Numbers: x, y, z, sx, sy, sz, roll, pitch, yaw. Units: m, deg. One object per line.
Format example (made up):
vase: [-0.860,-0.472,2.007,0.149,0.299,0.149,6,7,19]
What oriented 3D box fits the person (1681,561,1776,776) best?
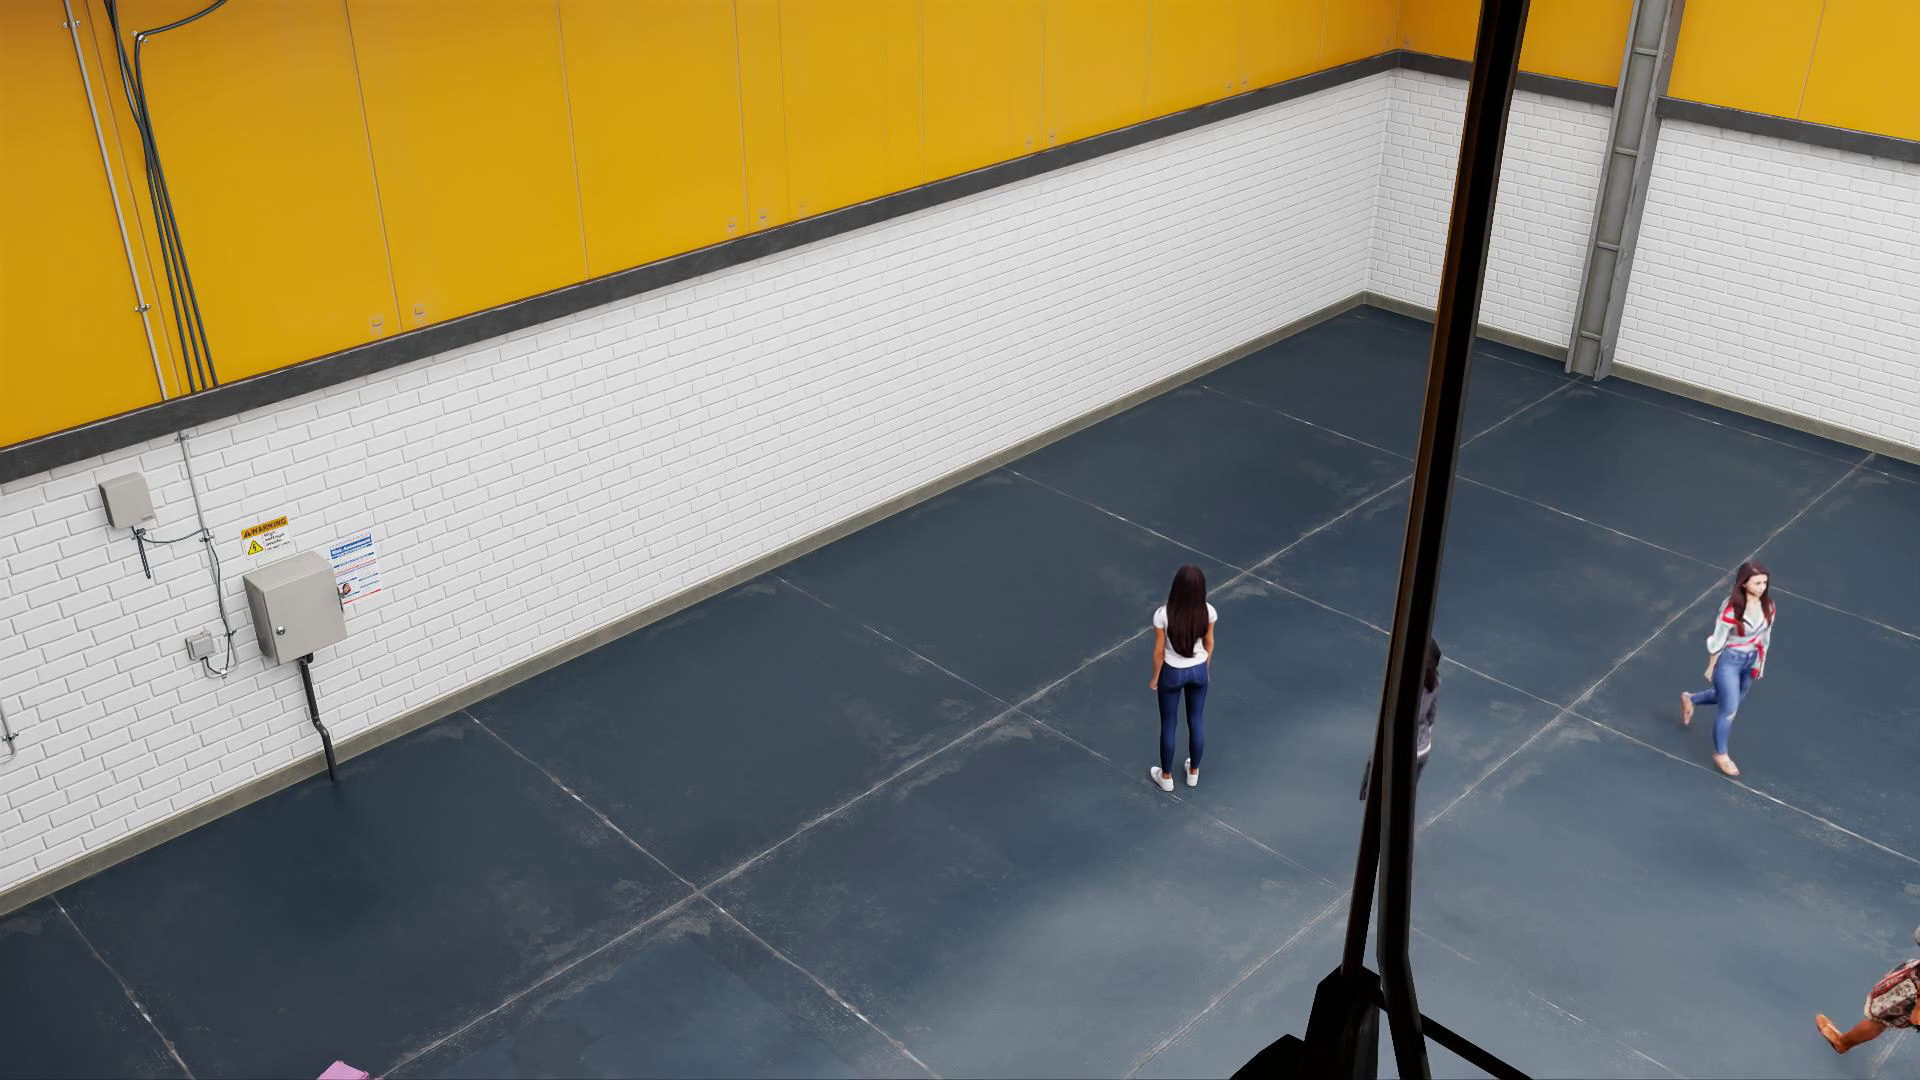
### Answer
person: [5.470,0.842,11.842,0.888,1.595,1.061,-7,29,-12]

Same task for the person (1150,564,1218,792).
person: [1.541,0.948,11.460,0.668,1.775,0.694,-5,29,-9]

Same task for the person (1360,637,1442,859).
person: [2.892,1.420,10.632,0.737,1.741,0.774,-15,32,-26]

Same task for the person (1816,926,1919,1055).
person: [5.261,2.475,8.847,0.926,1.597,1.208,-11,31,-20]
